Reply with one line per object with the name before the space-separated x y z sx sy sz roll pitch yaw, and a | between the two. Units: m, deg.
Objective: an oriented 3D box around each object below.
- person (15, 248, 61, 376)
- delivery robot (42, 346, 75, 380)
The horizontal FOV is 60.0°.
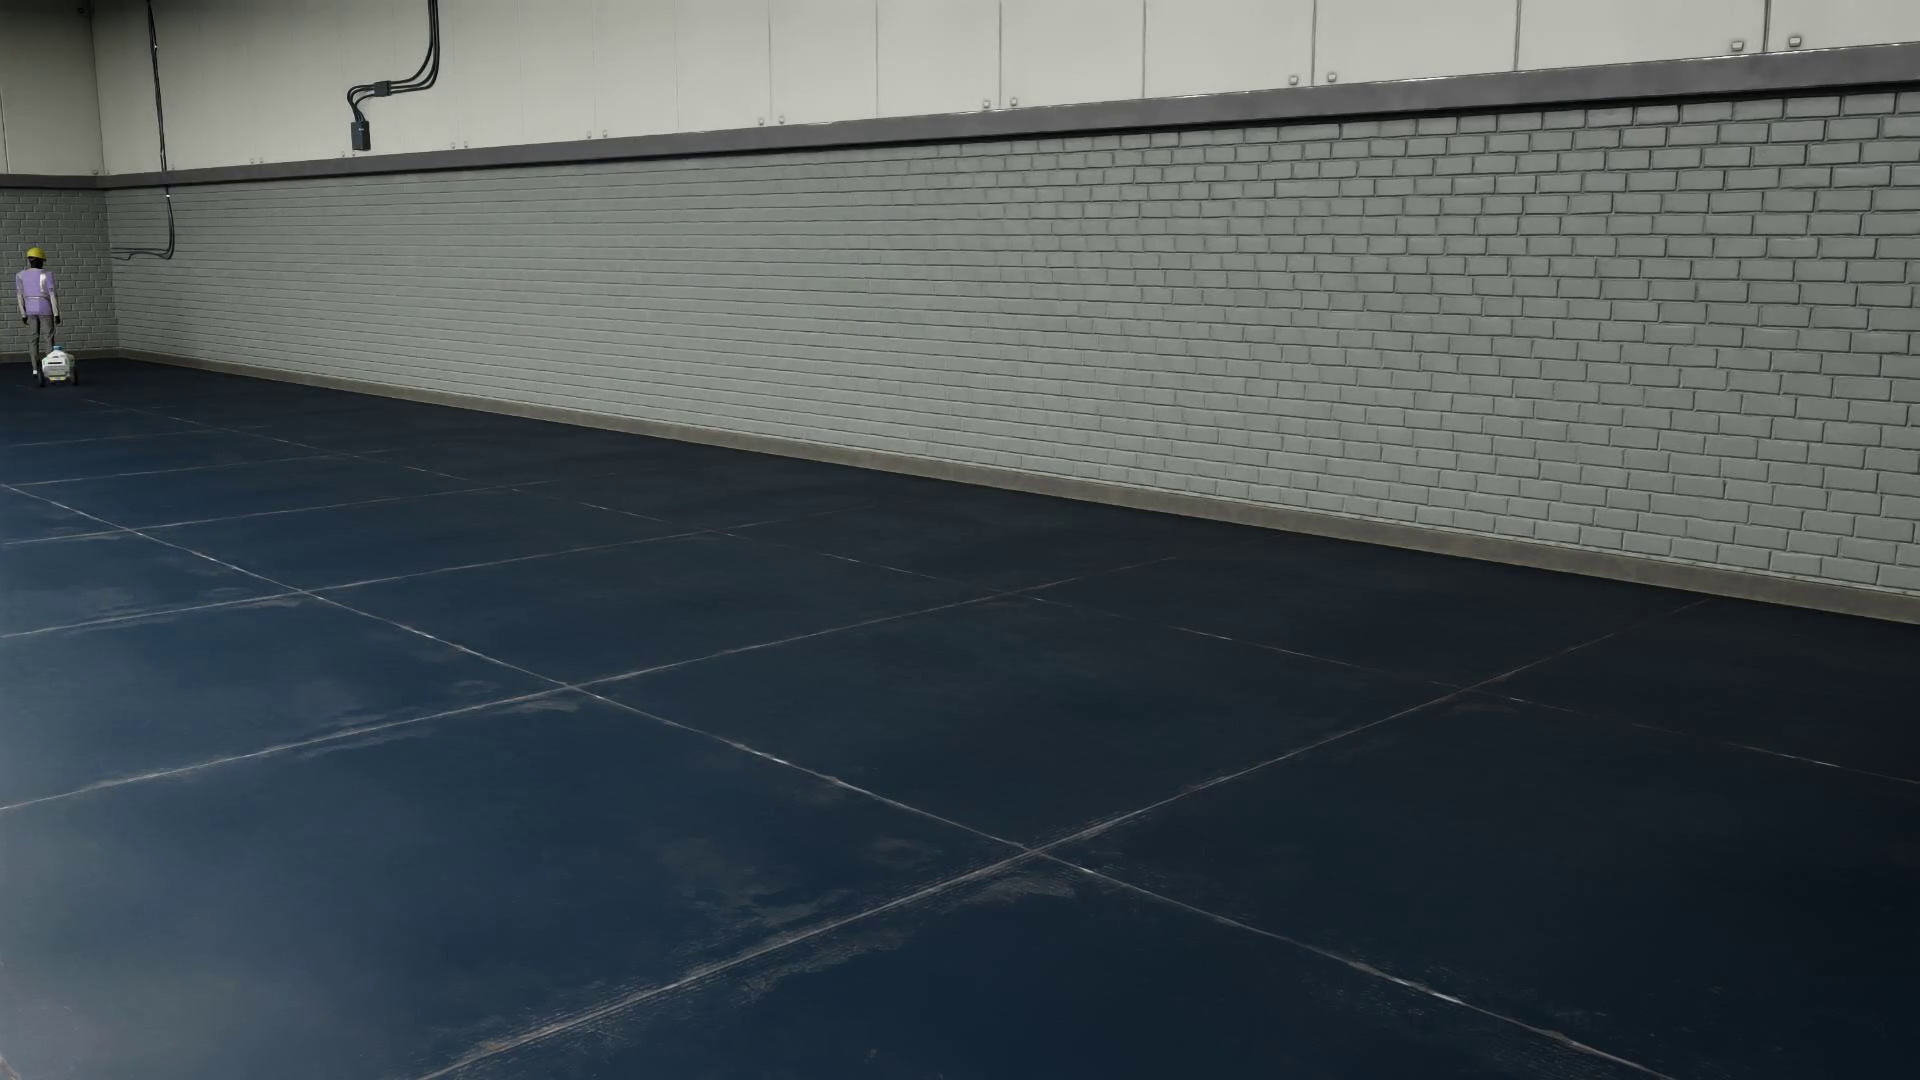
person | -13.920 -3.449 25.170 0.585 1.917 0.381 0 10 -1
delivery robot | -12.797 -2.506 23.607 0.477 0.478 0.707 -4 11 -21
